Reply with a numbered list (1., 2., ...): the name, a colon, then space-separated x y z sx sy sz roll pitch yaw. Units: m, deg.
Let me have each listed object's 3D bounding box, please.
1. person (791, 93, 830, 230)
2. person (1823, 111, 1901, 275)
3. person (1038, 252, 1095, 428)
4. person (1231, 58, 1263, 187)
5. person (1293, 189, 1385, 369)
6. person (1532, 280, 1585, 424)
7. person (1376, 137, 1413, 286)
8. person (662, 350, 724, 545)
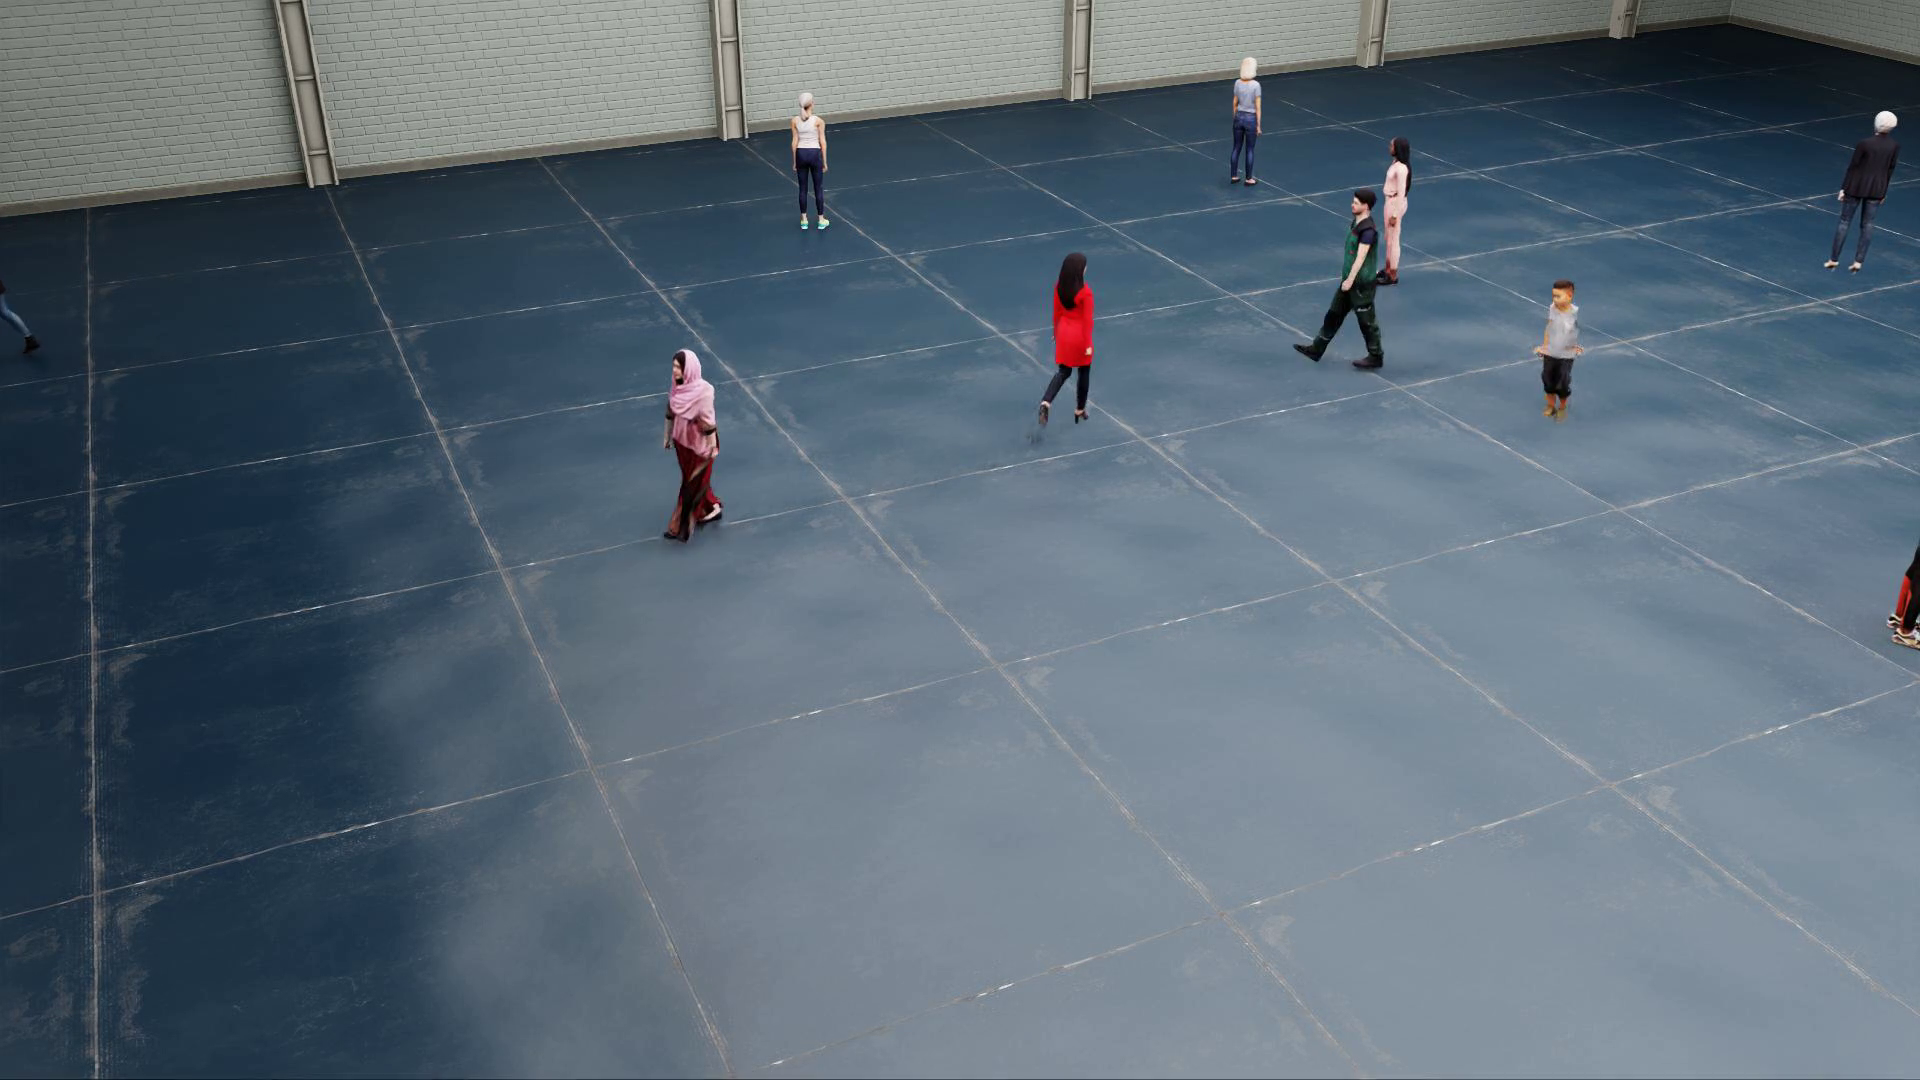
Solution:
1. person: -1.918 -4.809 21.124 0.642 1.706 0.746 3 28 6
2. person: 9.700 -3.759 17.911 0.806 1.776 0.796 6 29 10
3. person: 1.007 -1.817 15.479 0.860 1.729 1.066 22 35 36
4. person: 3.930 -5.753 22.881 0.654 1.719 0.644 22 35 35
5. person: 4.125 -2.594 16.811 1.252 1.850 0.972 -1 28 -2
6. person: 5.757 -1.860 15.872 0.702 1.438 0.735 11 30 20
7. person: 5.032 -3.812 19.236 0.704 1.720 0.696 3 28 5
8. person: -2.138 -0.825 13.745 0.863 1.610 1.060 23 35 36
